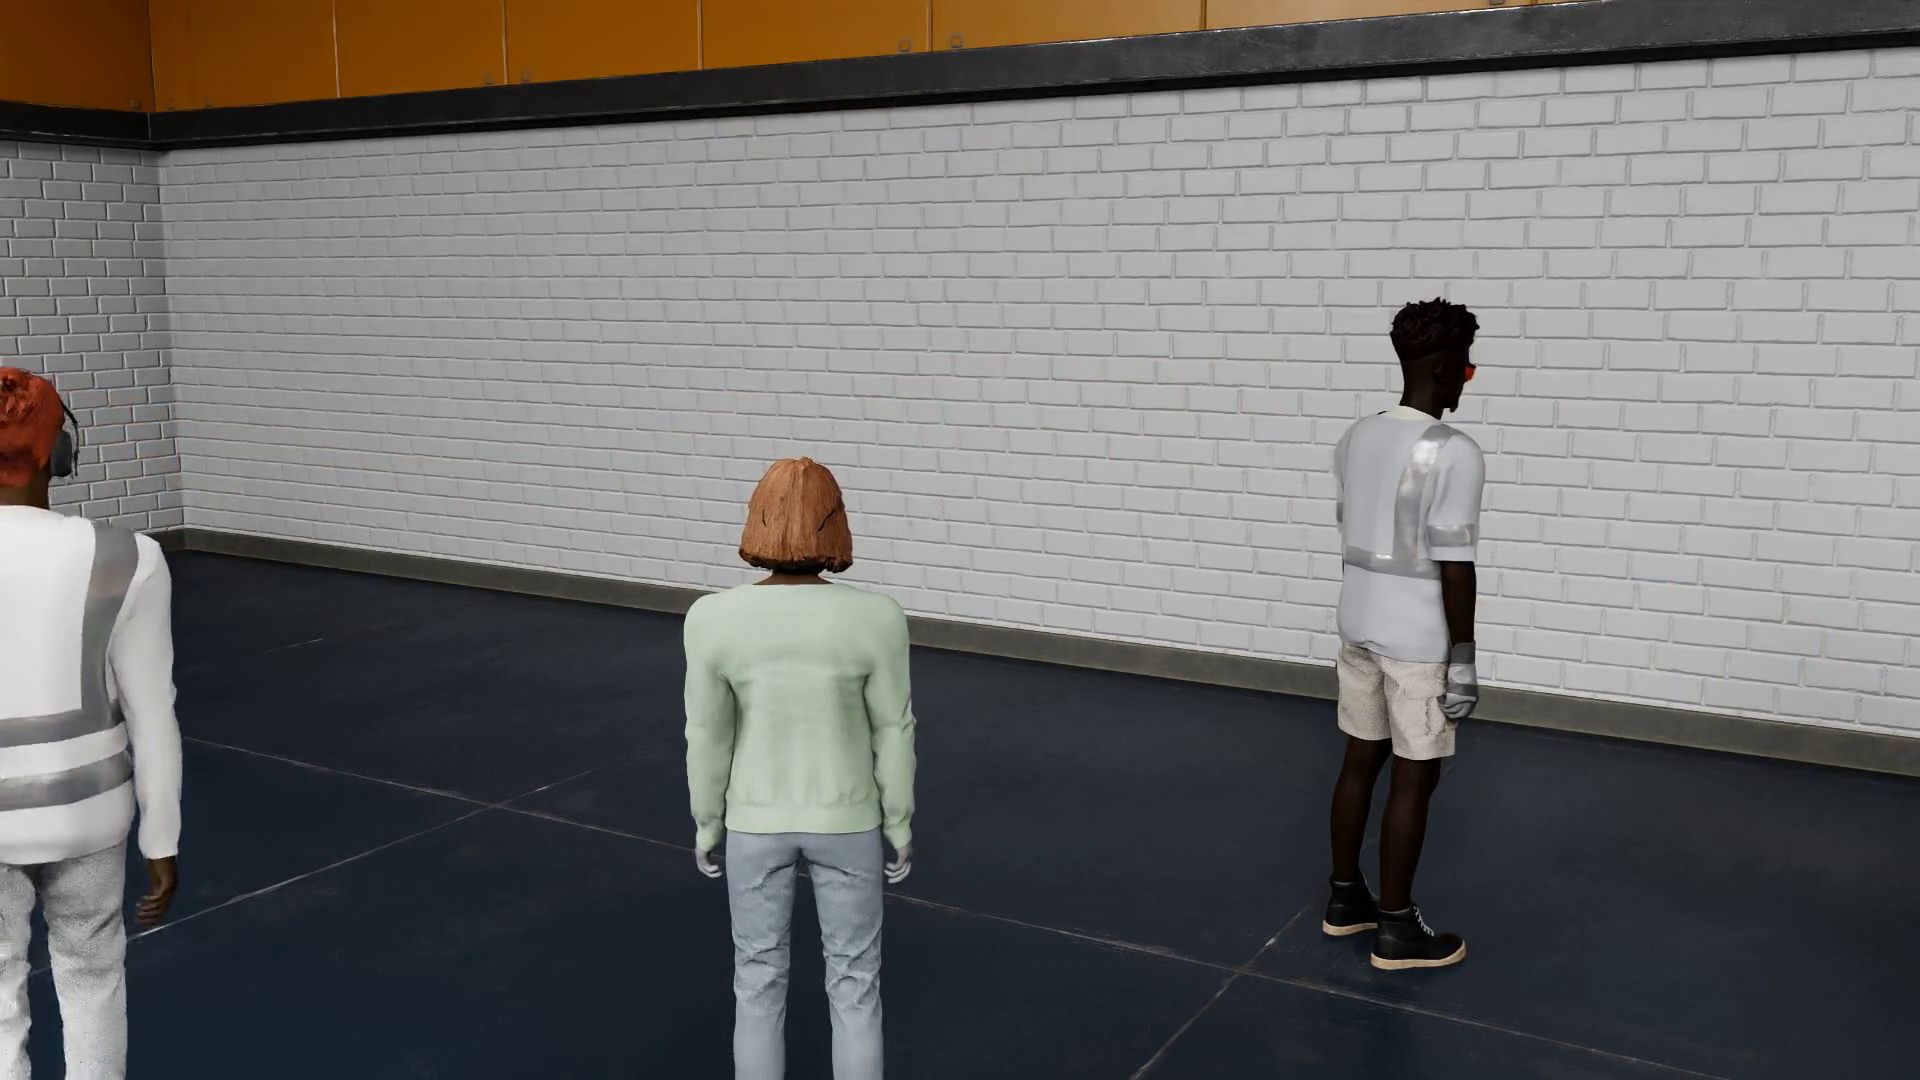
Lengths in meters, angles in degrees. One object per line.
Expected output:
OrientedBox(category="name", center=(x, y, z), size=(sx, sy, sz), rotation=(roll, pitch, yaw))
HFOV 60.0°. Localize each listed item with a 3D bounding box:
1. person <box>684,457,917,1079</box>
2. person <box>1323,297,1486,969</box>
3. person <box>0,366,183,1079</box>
OrientedBox(category="person", center=(-0.343, 0.634, 3.628), size=(0.499, 1.634, 0.280), rotation=(0, 9, 2))
OrientedBox(category="person", center=(1.316, 0.273, 4.888), size=(0.378, 1.958, 0.607), rotation=(-4, 10, -21))
OrientedBox(category="person", center=(-1.841, 0.583, 3.292), size=(0.574, 1.856, 0.905), rotation=(-5, 10, -28))
